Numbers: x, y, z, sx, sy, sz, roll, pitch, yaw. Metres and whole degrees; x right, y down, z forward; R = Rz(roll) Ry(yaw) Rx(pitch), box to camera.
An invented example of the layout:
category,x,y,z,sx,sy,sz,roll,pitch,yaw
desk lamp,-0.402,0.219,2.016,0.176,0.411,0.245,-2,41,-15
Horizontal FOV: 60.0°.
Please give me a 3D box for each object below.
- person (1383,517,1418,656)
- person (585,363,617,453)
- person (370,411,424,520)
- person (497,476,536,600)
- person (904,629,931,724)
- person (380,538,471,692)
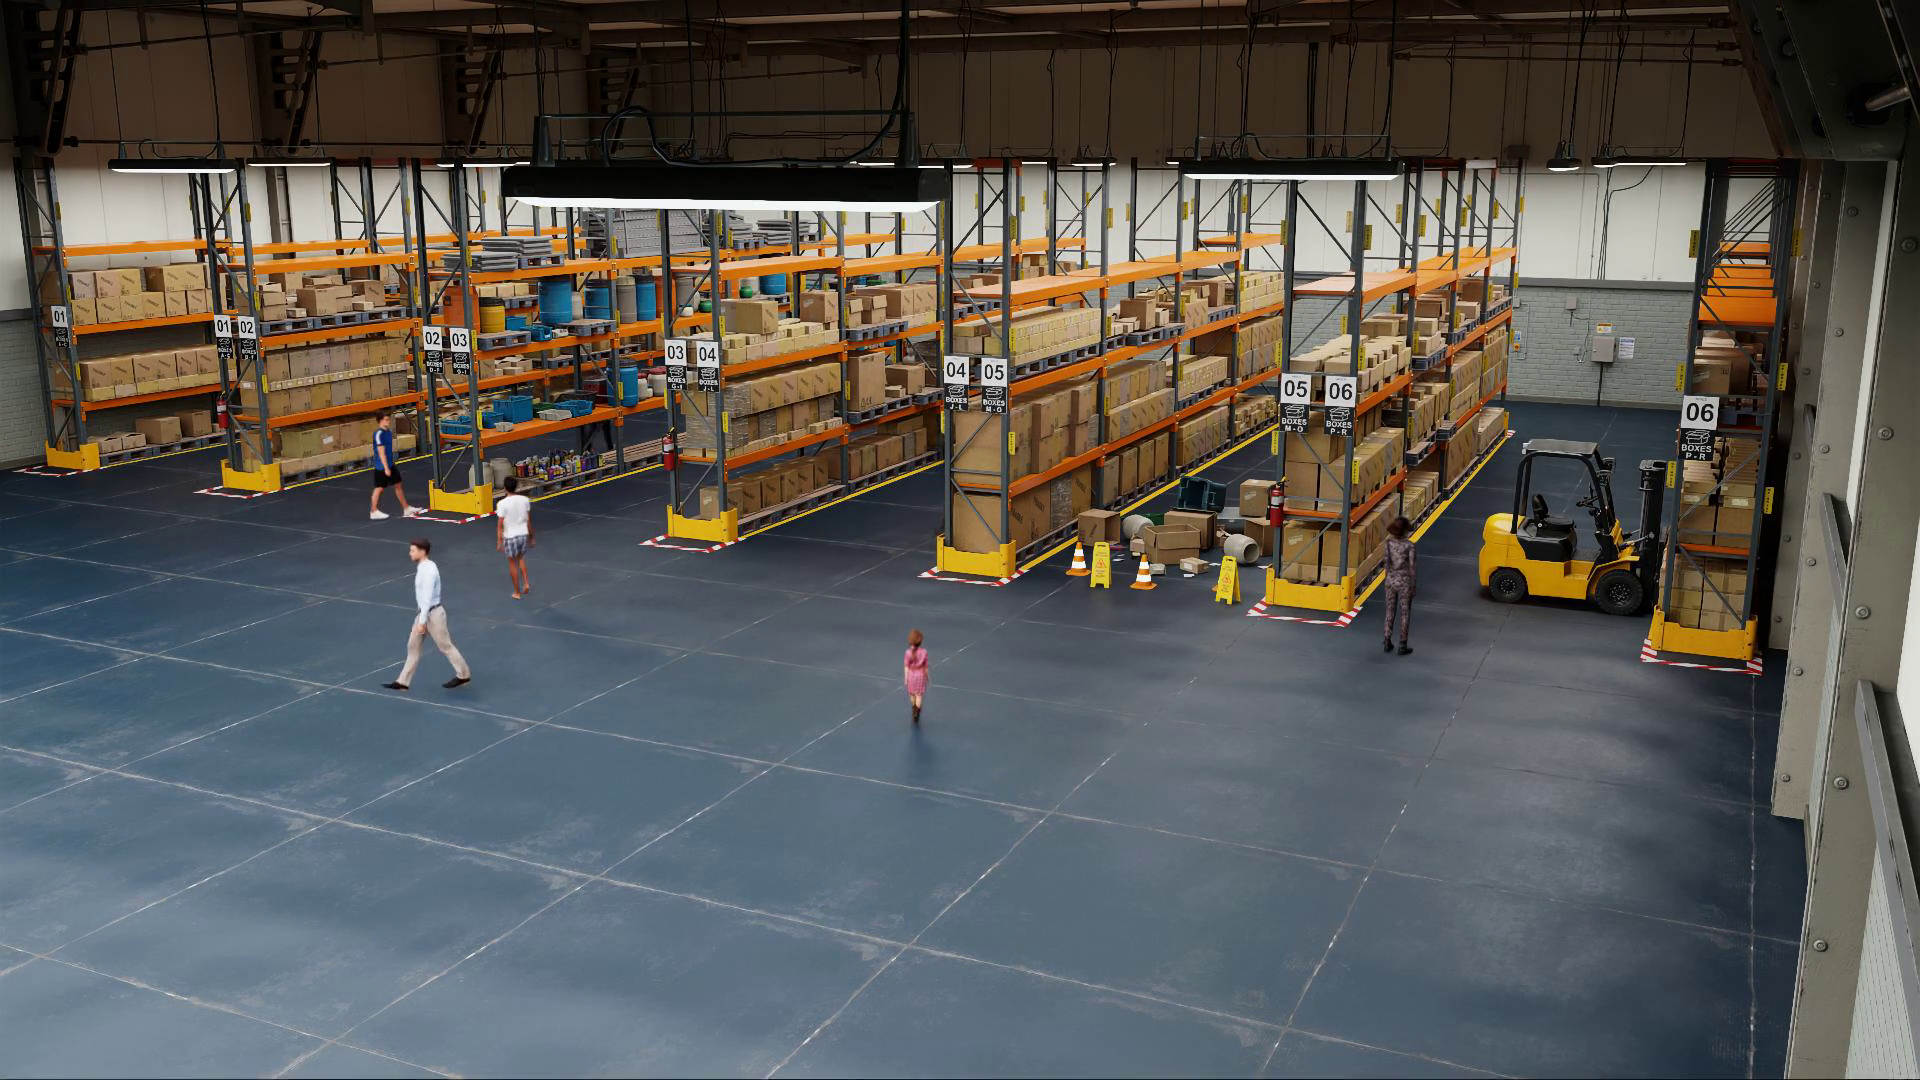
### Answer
category,x,y,z,sx,sy,sz,roll,pitch,yaw
person,5.430,0.554,20.569,0.639,1.716,0.634,12,18,43
person,-7.533,-2.697,34.323,0.684,1.845,1.045,7,15,27
person,-9.807,-1.249,28.094,1.004,1.833,1.135,1,13,3
person,-6.113,-0.012,22.998,0.717,1.722,0.830,-11,17,-40
person,-0.472,1.485,18.109,0.612,1.011,0.795,0,13,1
person,-5.947,0.887,18.963,1.280,1.791,1.131,-7,15,-26
